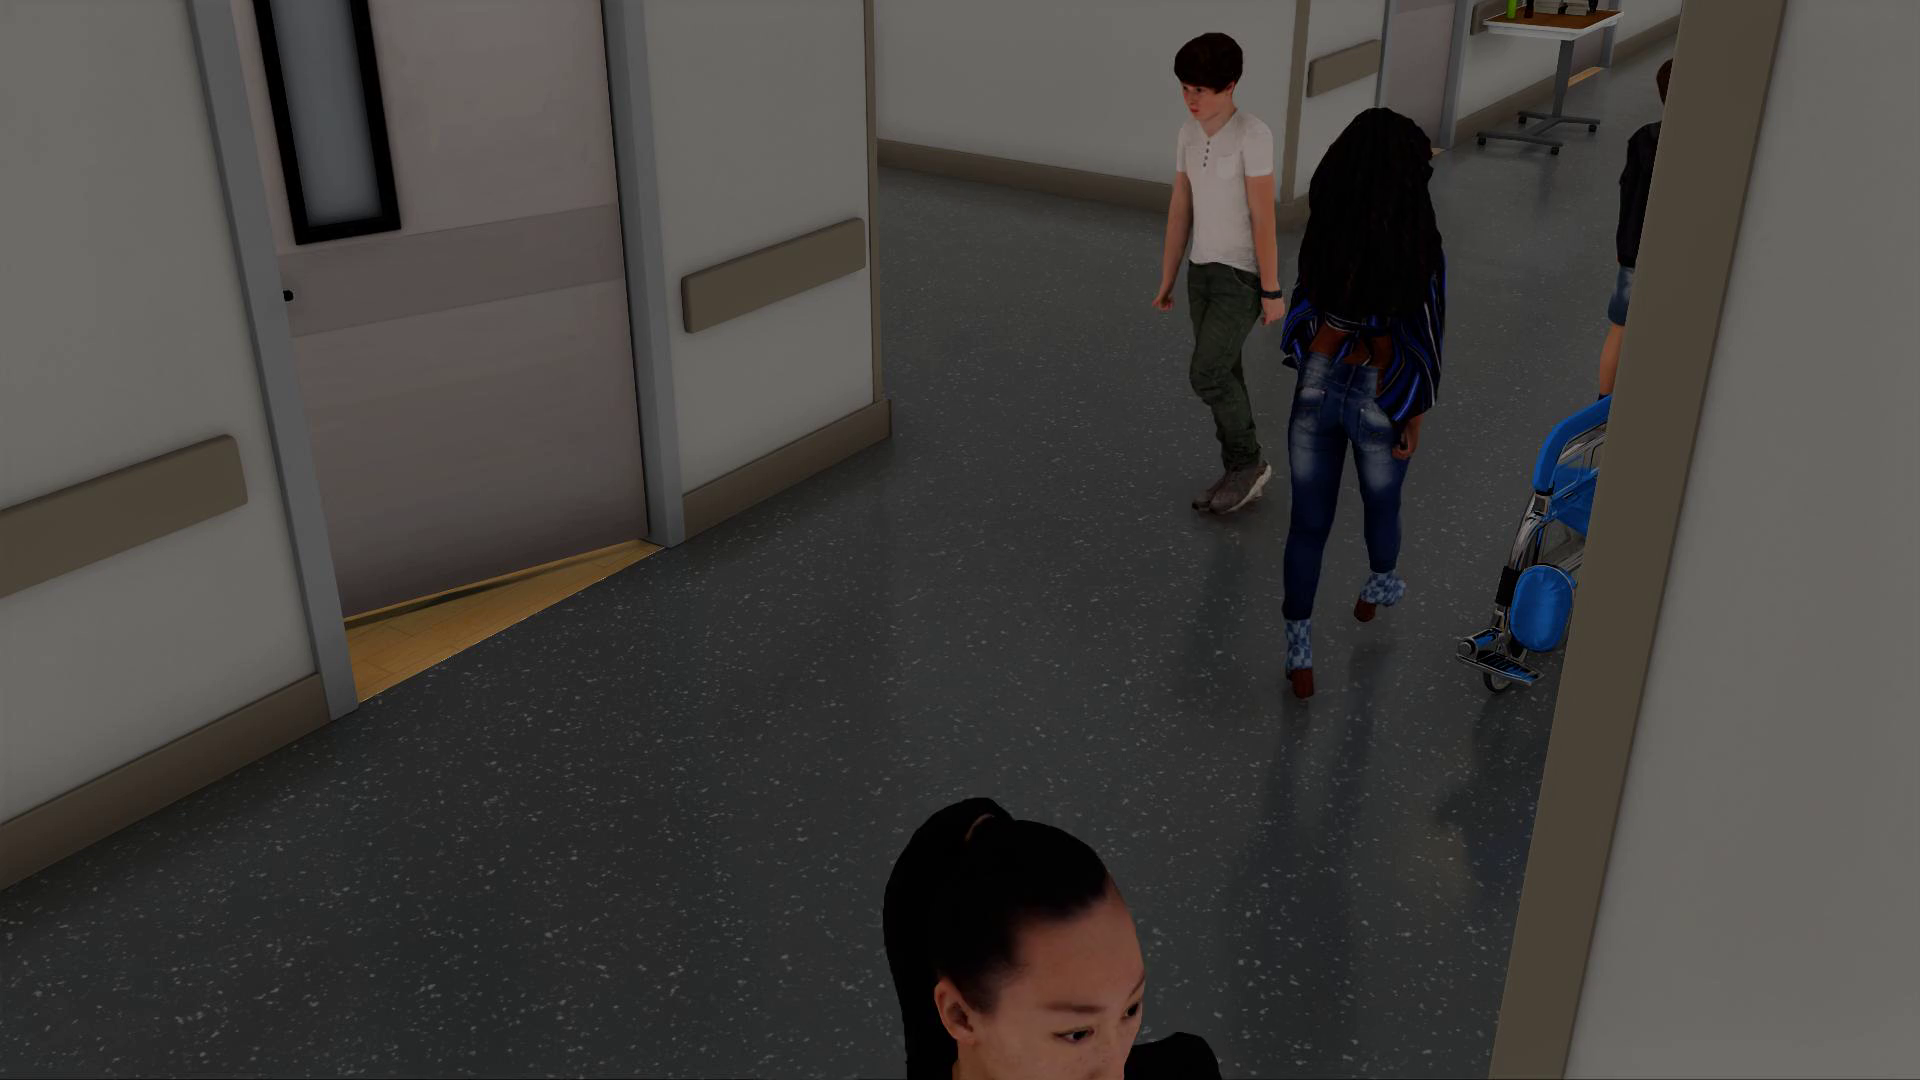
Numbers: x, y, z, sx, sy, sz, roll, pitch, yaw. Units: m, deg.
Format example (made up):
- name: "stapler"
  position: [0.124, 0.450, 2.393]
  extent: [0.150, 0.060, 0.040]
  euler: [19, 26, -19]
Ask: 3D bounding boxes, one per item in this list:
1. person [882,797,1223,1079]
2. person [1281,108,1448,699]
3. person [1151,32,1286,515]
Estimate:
- name: "person"
  position: [0.009, 0.961, 1.754]
  extent: [0.848, 1.682, 0.902]
  euler: [-5, 26, -10]
- name: "person"
  position: [1.042, -0.316, 4.507]
  extent: [0.699, 1.592, 0.957]
  euler: [12, 28, 23]
- name: "person"
  position: [0.965, -0.884, 5.642]
  extent: [0.746, 1.630, 0.713]
  euler: [-18, 31, -32]
